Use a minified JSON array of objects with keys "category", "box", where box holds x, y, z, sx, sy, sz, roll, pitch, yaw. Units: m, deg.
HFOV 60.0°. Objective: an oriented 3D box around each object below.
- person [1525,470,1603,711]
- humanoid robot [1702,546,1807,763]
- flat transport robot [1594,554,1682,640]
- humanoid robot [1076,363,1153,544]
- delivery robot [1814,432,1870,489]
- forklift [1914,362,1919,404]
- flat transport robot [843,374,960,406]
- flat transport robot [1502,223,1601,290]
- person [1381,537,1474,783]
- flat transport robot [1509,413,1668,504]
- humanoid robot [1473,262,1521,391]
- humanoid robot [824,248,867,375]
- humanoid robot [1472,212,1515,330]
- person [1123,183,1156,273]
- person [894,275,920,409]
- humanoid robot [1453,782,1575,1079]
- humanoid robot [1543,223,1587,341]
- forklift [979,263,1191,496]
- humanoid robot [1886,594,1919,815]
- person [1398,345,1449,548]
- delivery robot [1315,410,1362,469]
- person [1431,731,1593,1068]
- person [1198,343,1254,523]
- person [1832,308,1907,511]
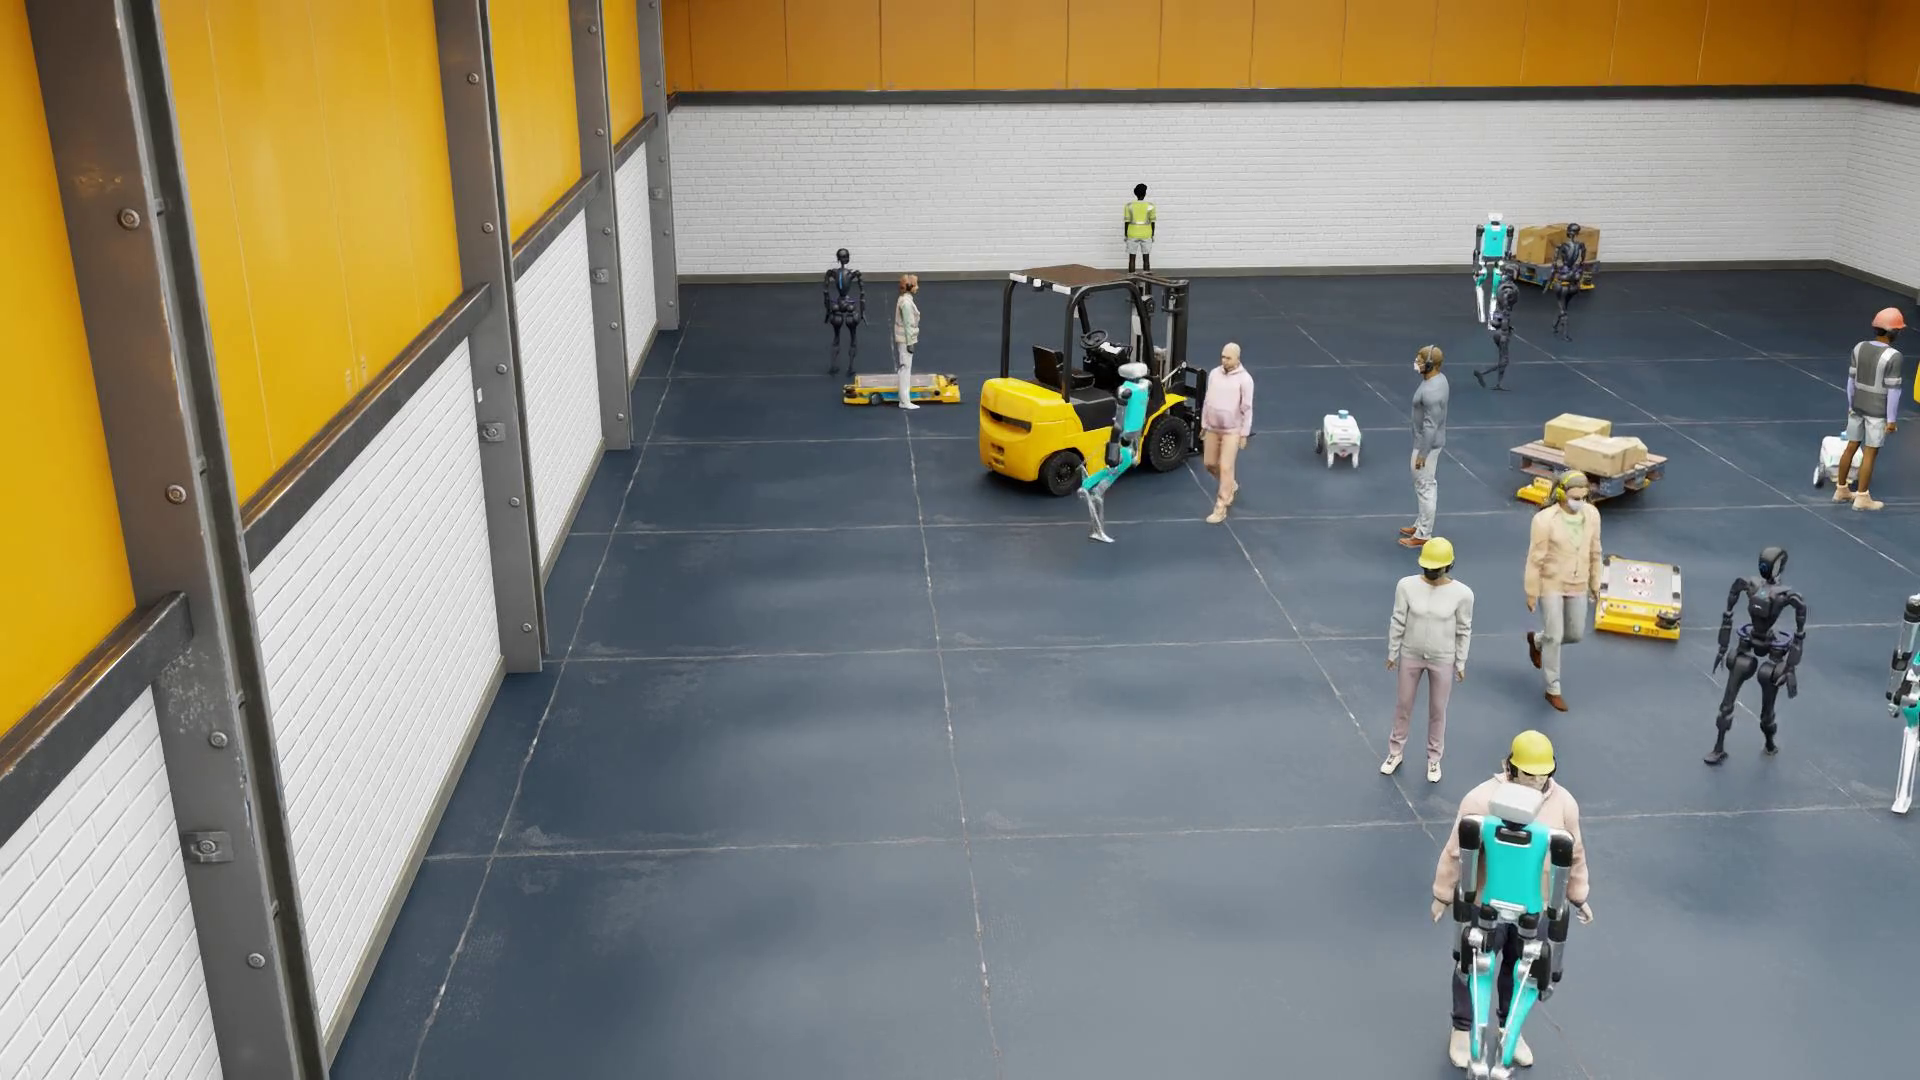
[{"category":"person","box":[4.480,0.314,12.477,0.601,1.851,0.677,-4,21,-11]},{"category":"humanoid robot","box":[5.545,0.793,11.487,0.500,1.646,0.589,-18,27,-40]},{"category":"flat transport robot","box":[5.844,0.478,14.325,0.659,0.231,1.431,8,22,20]},{"category":"humanoid robot","box":[1.409,-0.791,15.785,0.731,1.870,0.549,13,24,32]},{"category":"delivery robot","box":[9.265,-0.830,17.470,0.499,0.592,0.783,7,21,19]},{"category":"forklift","box":[12.602,-2.435,19.475,2.313,2.155,1.214,-1,20,-4]},{"category":"flat transport robot","box":[-0.733,-1.877,20.740,1.431,0.231,0.659,-1,20,-3]},{"category":"flat transport robot","box":[9.699,-4.328,27.418,0.659,0.231,1.431,-9,22,-22]},{"category":"person","box":[3.163,0.805,11.263,0.530,1.765,0.325,8,22,21]},{"category":"flat transport robot","box":[6.473,-0.589,17.233,1.431,0.231,0.659,-15,25,-36]},{"category":"humanoid robot","box":[6.778,-2.685,20.916,0.477,1.644,0.609,7,21,19]},{"category":"humanoid robot","box":[-1.496,-2.989,21.712,0.590,1.648,0.363,5,21,13]},{"category":"humanoid robot","box":[7.707,-3.930,24.240,0.530,1.774,0.837,4,20,10]},{"category":"person","box":[2.905,-4.923,26.962,0.535,1.698,0.321,1,20,4]},{"category":"person","box":[-0.644,-2.416,20.232,0.313,1.632,0.519,-2,20,-4]},{"category":"humanoid robot","box":[2.532,2.075,7.862,0.571,1.782,0.699,11,23,26]},{"category":"humanoid robot","box":[8.599,-3.704,23.724,0.585,1.630,0.727,-7,21,-19]},{"category":"forklift","box":[1.315,-1.764,17.646,2.313,2.155,1.214,-14,24,-33]},{"category":"humanoid robot","box":[6.318,1.057,10.776,0.542,1.902,0.728,15,25,36]},{"category":"person","box":[4.364,-0.874,15.588,0.356,1.938,0.631,7,21,18]},{"category":"delivery robot","box":[4.191,-1.139,18.280,0.499,0.570,0.753,2,20,6]},{"category":"person","box":[2.781,1.793,8.422,0.807,1.868,0.411,0,20,-1]},{"category":"person","box":[2.626,-1.085,16.411,0.546,1.763,0.680,16,25,37]},{"category":"person","box":[9.119,-1.309,16.618,0.365,2.047,0.606,-6,21,-15]}]
